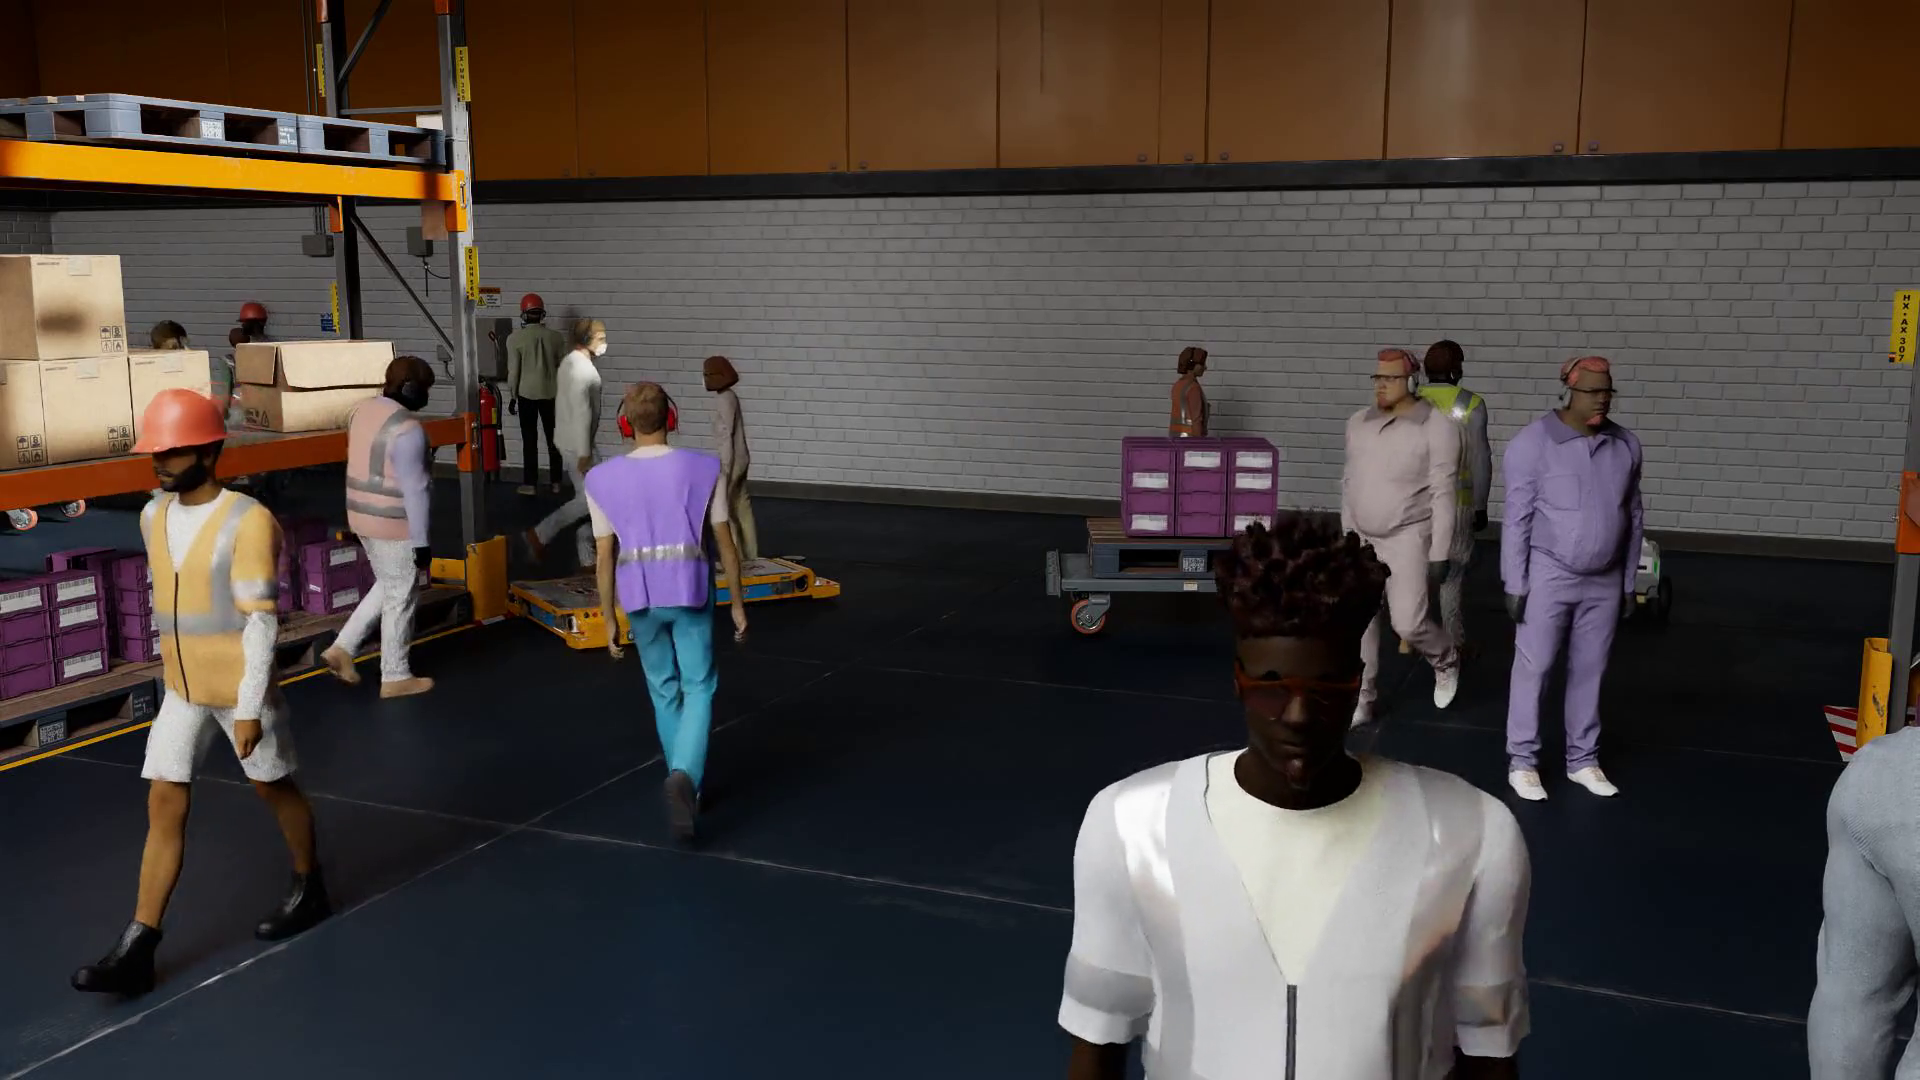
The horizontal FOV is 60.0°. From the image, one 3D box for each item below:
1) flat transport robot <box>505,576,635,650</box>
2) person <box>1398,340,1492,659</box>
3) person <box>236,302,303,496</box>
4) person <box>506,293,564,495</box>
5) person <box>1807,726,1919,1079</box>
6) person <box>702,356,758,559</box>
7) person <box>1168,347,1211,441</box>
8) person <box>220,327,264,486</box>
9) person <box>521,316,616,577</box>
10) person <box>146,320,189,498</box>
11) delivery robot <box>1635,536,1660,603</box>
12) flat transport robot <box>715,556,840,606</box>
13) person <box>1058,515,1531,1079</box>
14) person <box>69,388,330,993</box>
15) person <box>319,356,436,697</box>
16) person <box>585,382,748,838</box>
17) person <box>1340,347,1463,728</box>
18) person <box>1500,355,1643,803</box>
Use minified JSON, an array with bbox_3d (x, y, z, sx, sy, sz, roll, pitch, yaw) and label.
[{"bbox_3d":[-2.320,0.425,10.416,0.652,0.197,1.431,-6,11,-31],"label":"flat transport robot"},{"bbox_3d":[2.781,-0.228,9.619,0.627,1.847,0.429,9,13,44],"label":"person"},{"bbox_3d":[-6.814,-1.371,16.316,0.489,1.915,0.561,-1,9,-7],"label":"person"},{"bbox_3d":[-4.210,-1.446,16.545,0.609,1.995,0.375,-7,12,-38],"label":"person"},{"bbox_3d":[1.521,0.929,2.319,0.635,1.937,0.352,8,12,40],"label":"person"},{"bbox_3d":[-1.681,-0.535,12.183,0.378,1.611,0.515,-1,9,-6],"label":"person"},{"bbox_3d":[1.793,-0.697,13.087,0.313,1.637,0.513,-2,10,-10],"label":"person"},{"bbox_3d":[-7.363,-1.371,17.166,0.311,1.639,0.514,8,12,39],"label":"person"},{"bbox_3d":[-2.816,-0.649,11.965,0.643,1.906,0.690,-3,10,-19],"label":"person"},{"bbox_3d":[-5.066,-0.444,10.682,0.648,1.926,0.562,3,10,20],"label":"person"},{"bbox_3d":[4.424,0.145,10.957,0.477,0.478,0.707,4,10,22],"label":"delivery robot"},{"bbox_3d":[-1.589,0.298,11.187,1.431,0.197,0.652,-6,11,-31],"label":"flat transport robot"},{"bbox_3d":[0.429,0.938,2.212,0.632,1.952,0.508,2,10,15],"label":"person"},{"bbox_3d":[-2.410,0.463,5.308,0.567,1.882,0.978,4,10,21],"label":"person"},{"bbox_3d":[-2.978,-0.046,8.643,0.544,1.809,0.680,-9,13,-42],"label":"person"},{"bbox_3d":[-1.164,0.278,6.637,0.627,1.808,0.719,-1,9,-7],"label":"person"},{"bbox_3d":[2.172,-0.006,8.177,0.713,1.888,0.651,-8,12,-38],"label":"person"},{"bbox_3d":[2.603,0.168,7.067,0.632,1.899,0.401,-2,10,-11],"label":"person"}]
